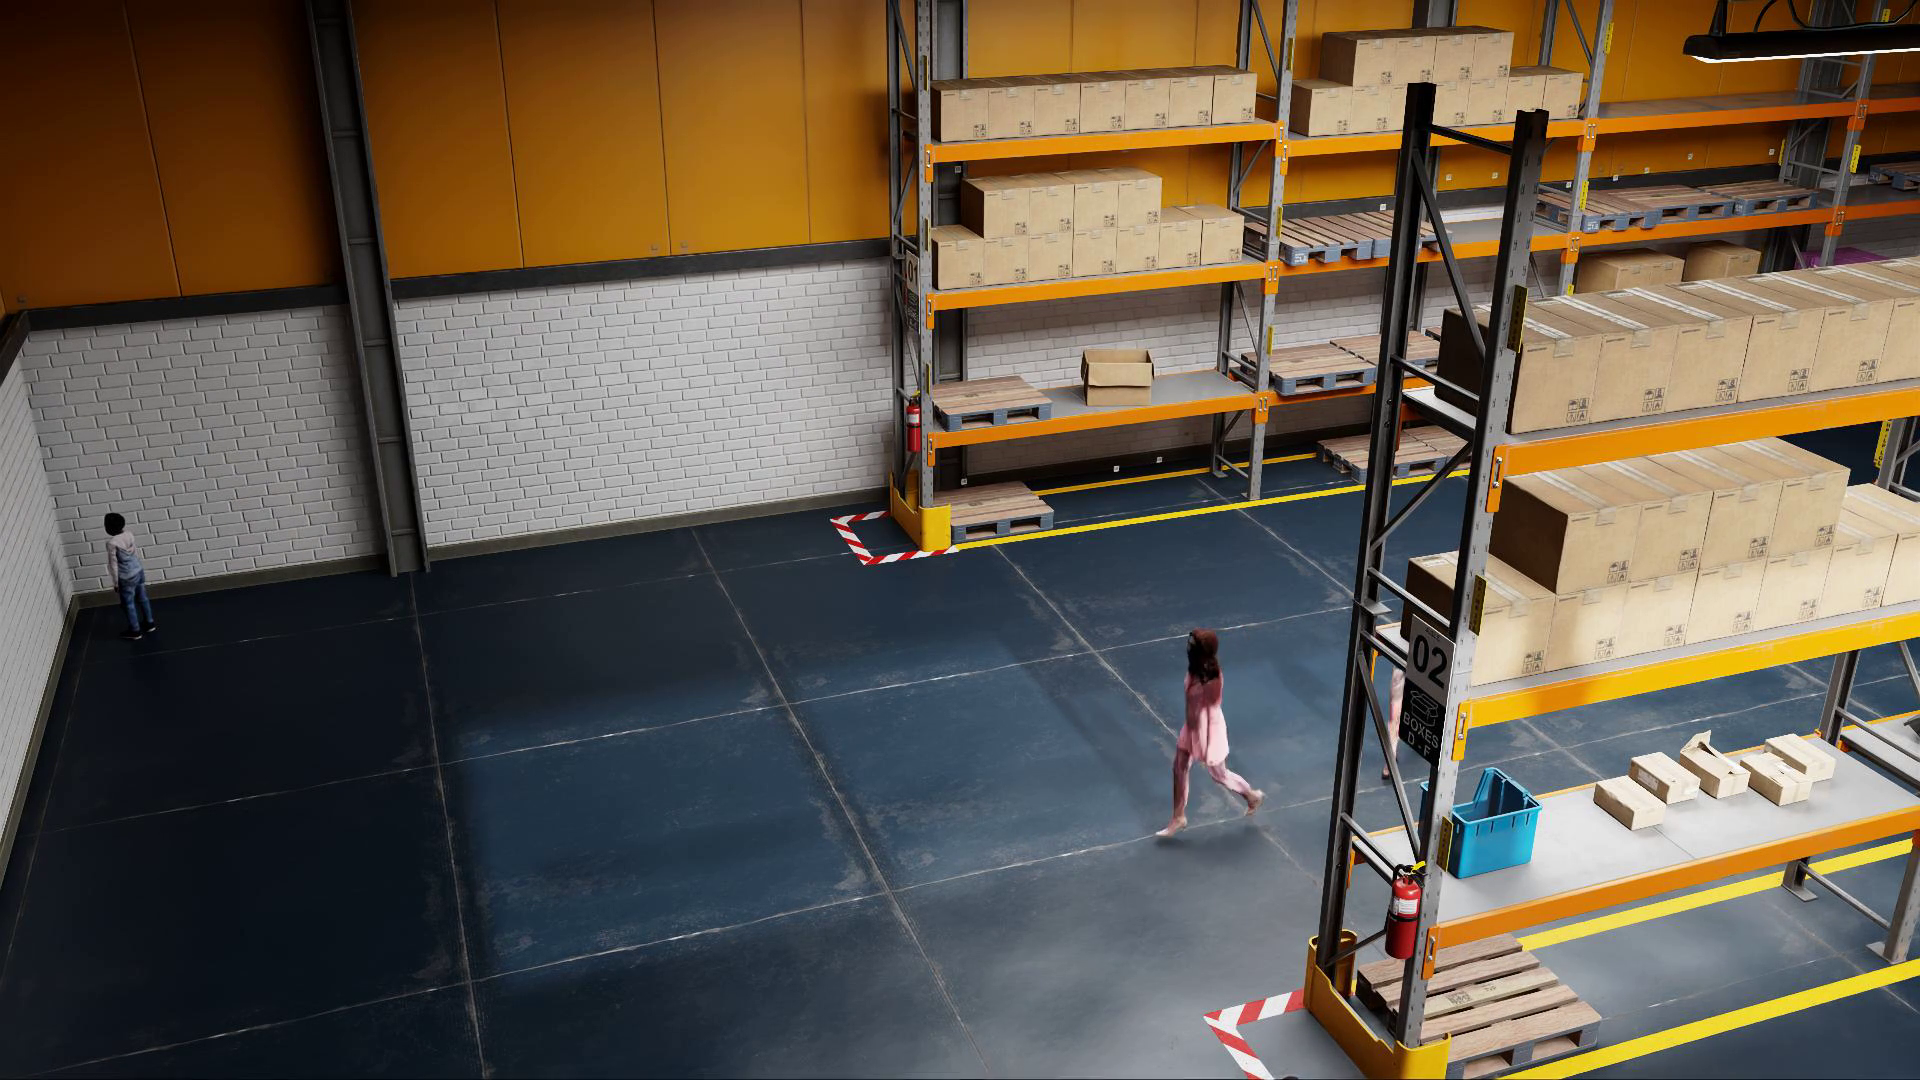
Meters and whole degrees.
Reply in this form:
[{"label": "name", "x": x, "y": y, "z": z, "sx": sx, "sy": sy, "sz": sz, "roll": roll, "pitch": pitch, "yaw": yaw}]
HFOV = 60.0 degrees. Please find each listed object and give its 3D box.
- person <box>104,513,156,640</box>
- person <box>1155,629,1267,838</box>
[{"label": "person", "x": -7.945, "y": 0.324, "z": 15.879, "sx": 0.607, "sy": 1.257, "sz": 0.556, "roll": 8, "pitch": 25, "yaw": 17}, {"label": "person", "x": 1.945, "y": 1.477, "z": 12.608, "sx": 1.145, "sy": 1.764, "sz": 0.658, "roll": -7, "pitch": 25, "yaw": -16}]
